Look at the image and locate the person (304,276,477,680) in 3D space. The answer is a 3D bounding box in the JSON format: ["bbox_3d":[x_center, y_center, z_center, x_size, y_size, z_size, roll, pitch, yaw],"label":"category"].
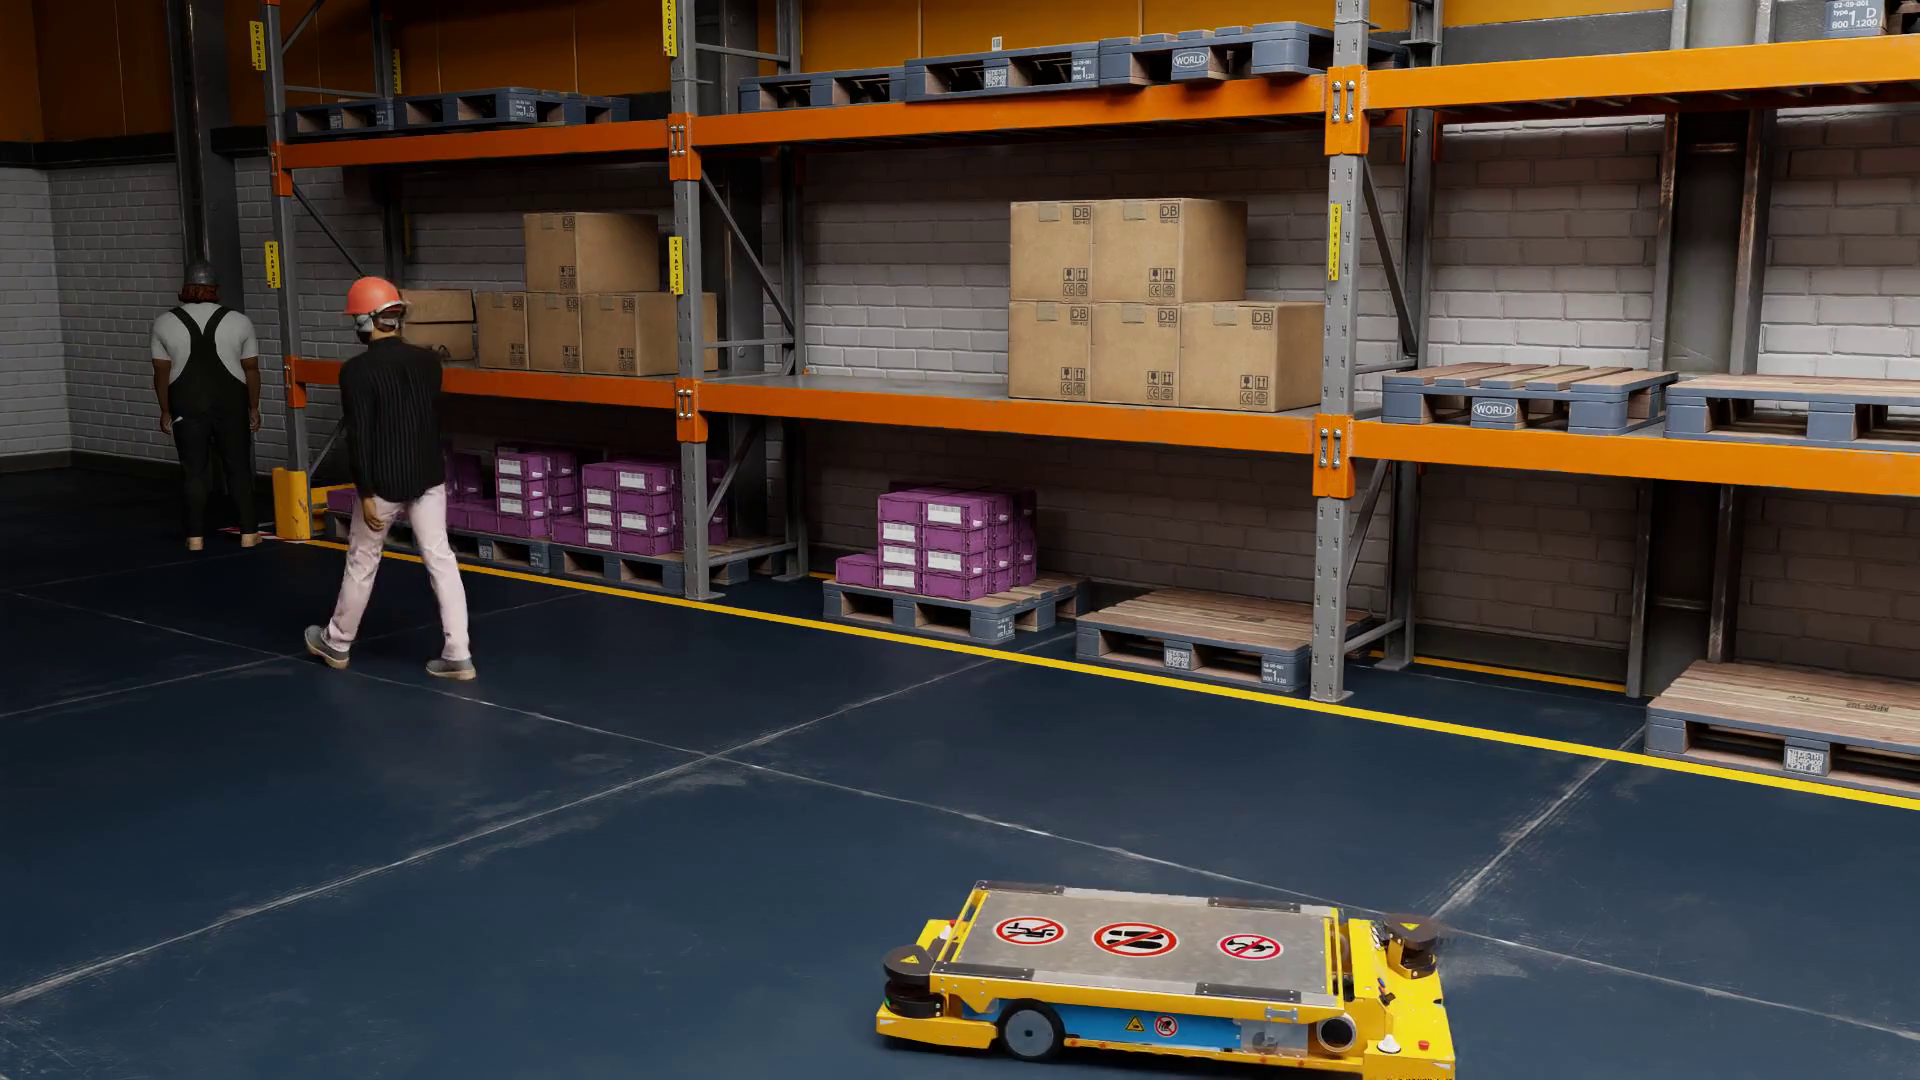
[{"bbox_3d":[-2.786,-0.297,8.103,1.025,1.938,0.638,6,11,33],"label":"person"}]

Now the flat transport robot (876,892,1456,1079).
[{"bbox_3d":[0.548,1.154,4.425,1.431,0.197,0.652,2,10,11],"label":"flat transport robot"}]

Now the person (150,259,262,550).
[{"bbox_3d":[-5.292,-0.955,11.726,0.687,2.000,0.535,-4,10,-22],"label":"person"}]
